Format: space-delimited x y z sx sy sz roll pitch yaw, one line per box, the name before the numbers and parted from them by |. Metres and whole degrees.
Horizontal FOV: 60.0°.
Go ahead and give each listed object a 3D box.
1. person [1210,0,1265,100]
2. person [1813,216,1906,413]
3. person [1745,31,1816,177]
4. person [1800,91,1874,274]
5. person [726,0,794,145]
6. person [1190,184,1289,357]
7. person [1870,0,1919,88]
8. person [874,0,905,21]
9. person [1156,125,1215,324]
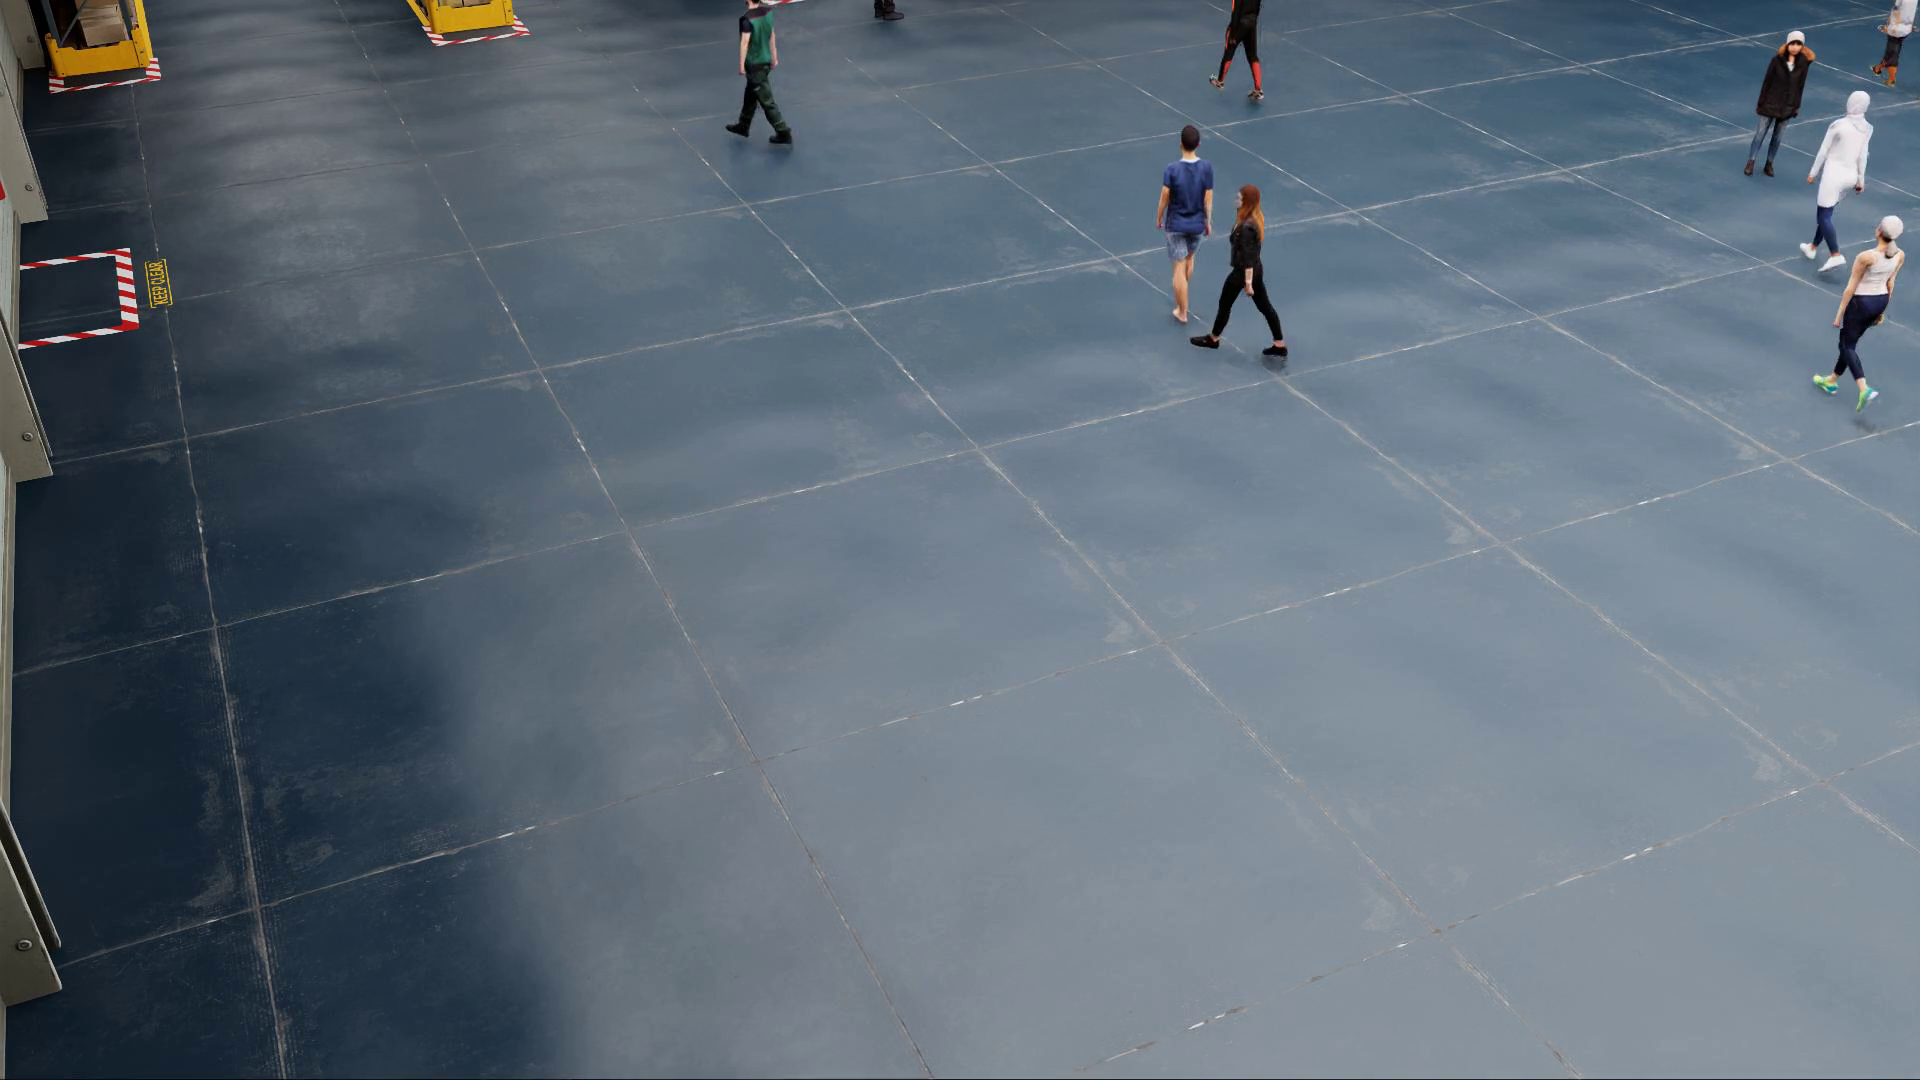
person | 3.653 -6.429 21.009 0.672 1.758 1.200 -16 36 -23
person | 7.715 -1.897 14.111 0.777 1.681 1.108 -6 33 -9
person | 9.286 -4.952 18.852 0.743 1.634 0.783 7 34 10
person | 8.783 -3.531 16.573 0.814 1.736 1.113 -7 34 -11
person | -2.312 -5.554 19.575 1.295 1.854 1.180 15 36 22
person | 2.649 -2.355 14.834 1.269 1.662 1.133 18 37 25
person | 12.303 -6.678 21.690 0.811 1.433 1.003 -2 33 -3
person | -1.118 -8.531 24.186 0.807 1.818 0.616 -22 39 -30
person | 2.131 -2.905 15.534 0.811 1.818 1.059 -5 33 -8
